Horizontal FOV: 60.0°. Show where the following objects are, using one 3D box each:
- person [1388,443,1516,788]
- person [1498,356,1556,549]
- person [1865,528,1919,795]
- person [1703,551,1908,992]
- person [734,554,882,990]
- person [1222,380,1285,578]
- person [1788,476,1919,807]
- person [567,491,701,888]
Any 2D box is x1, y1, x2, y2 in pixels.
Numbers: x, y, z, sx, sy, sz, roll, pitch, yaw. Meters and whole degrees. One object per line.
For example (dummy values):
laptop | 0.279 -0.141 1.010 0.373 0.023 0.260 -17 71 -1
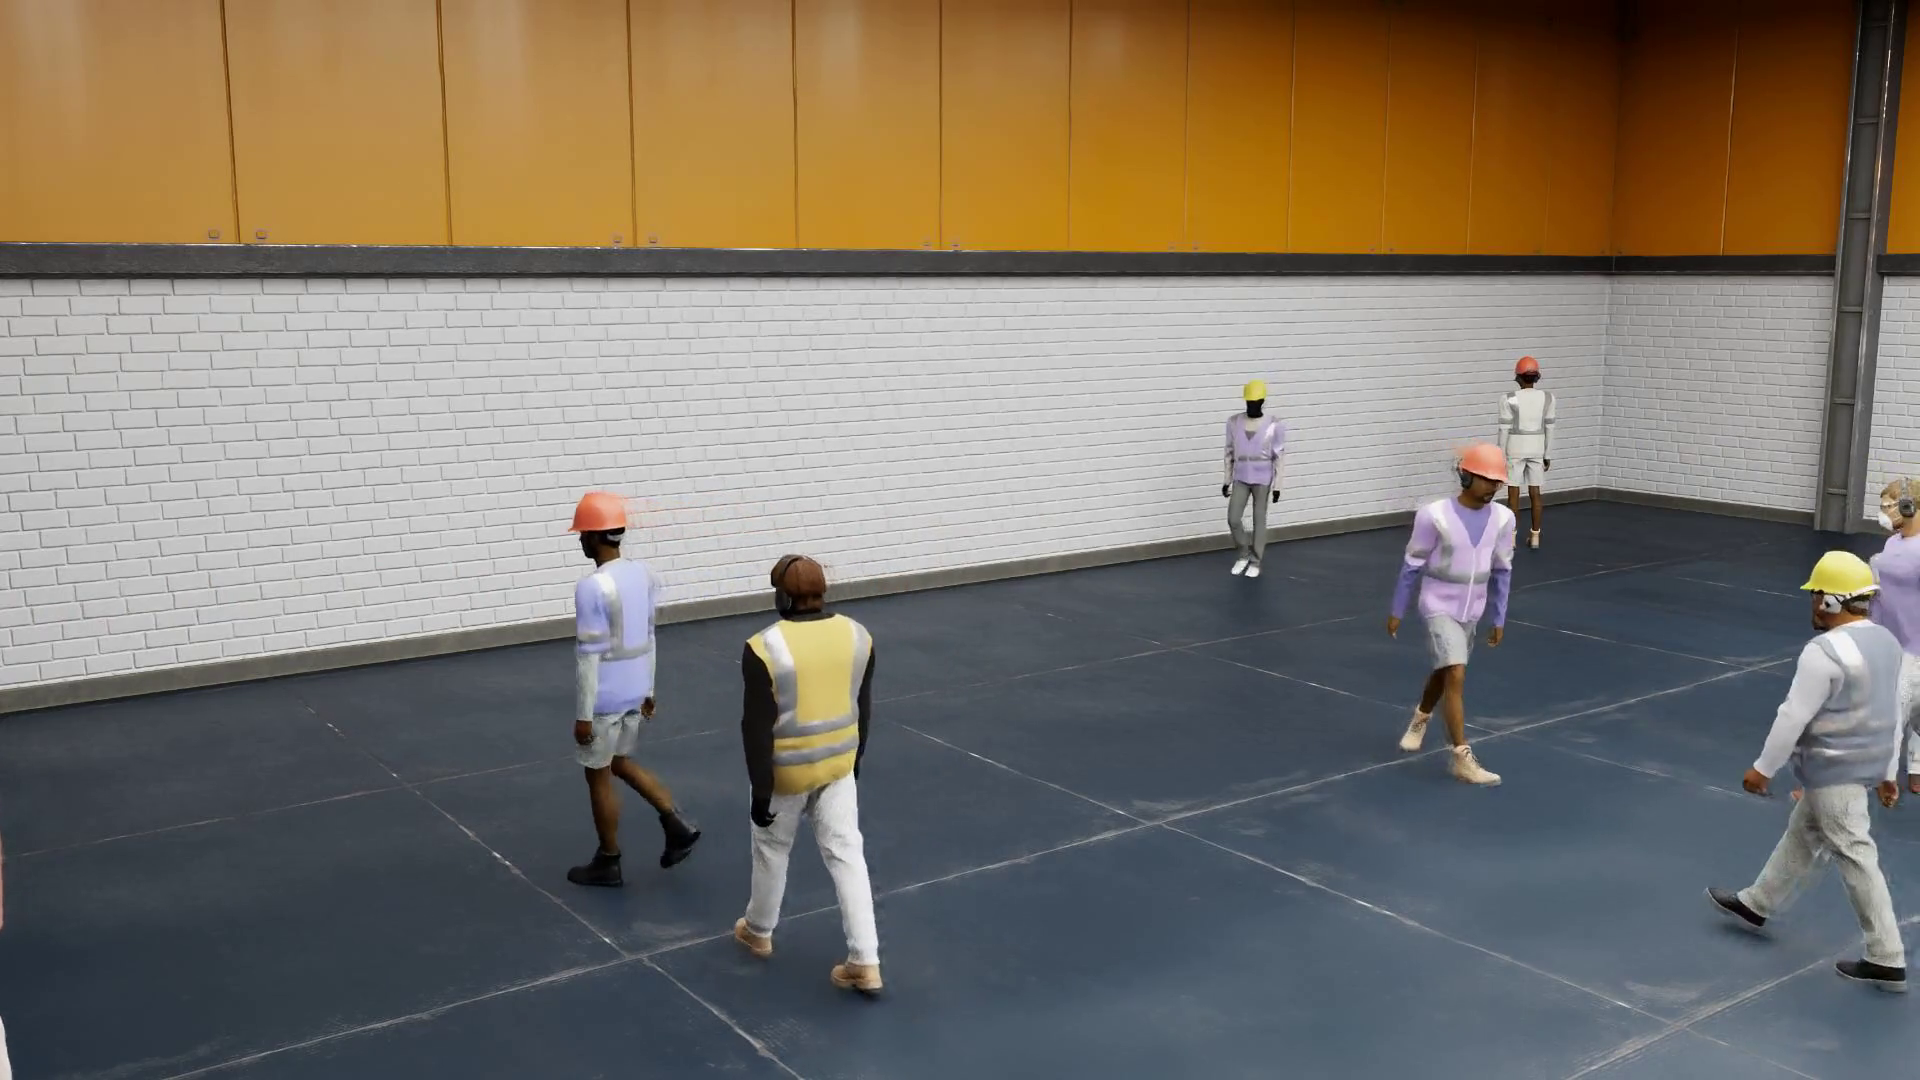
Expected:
person | 2.881 0.391 9.825 0.658 1.977 1.010 -3 10 -16
person | 5.982 -0.921 17.661 0.608 2.044 0.371 0 9 -3
person | 5.362 0.621 9.404 0.501 1.633 0.286 6 11 33
person | 3.641 0.933 7.028 0.593 1.776 0.951 -7 12 -39
person | -0.628 0.946 6.921 0.642 1.798 0.949 -7 11 -35
person | 2.790 -0.577 15.930 0.622 1.909 0.458 5 10 27
person | 4.959 0.609 8.761 1.000 1.871 0.667 1 9 9
person | -1.605 0.727 7.885 0.548 1.924 0.545 3 10 18
